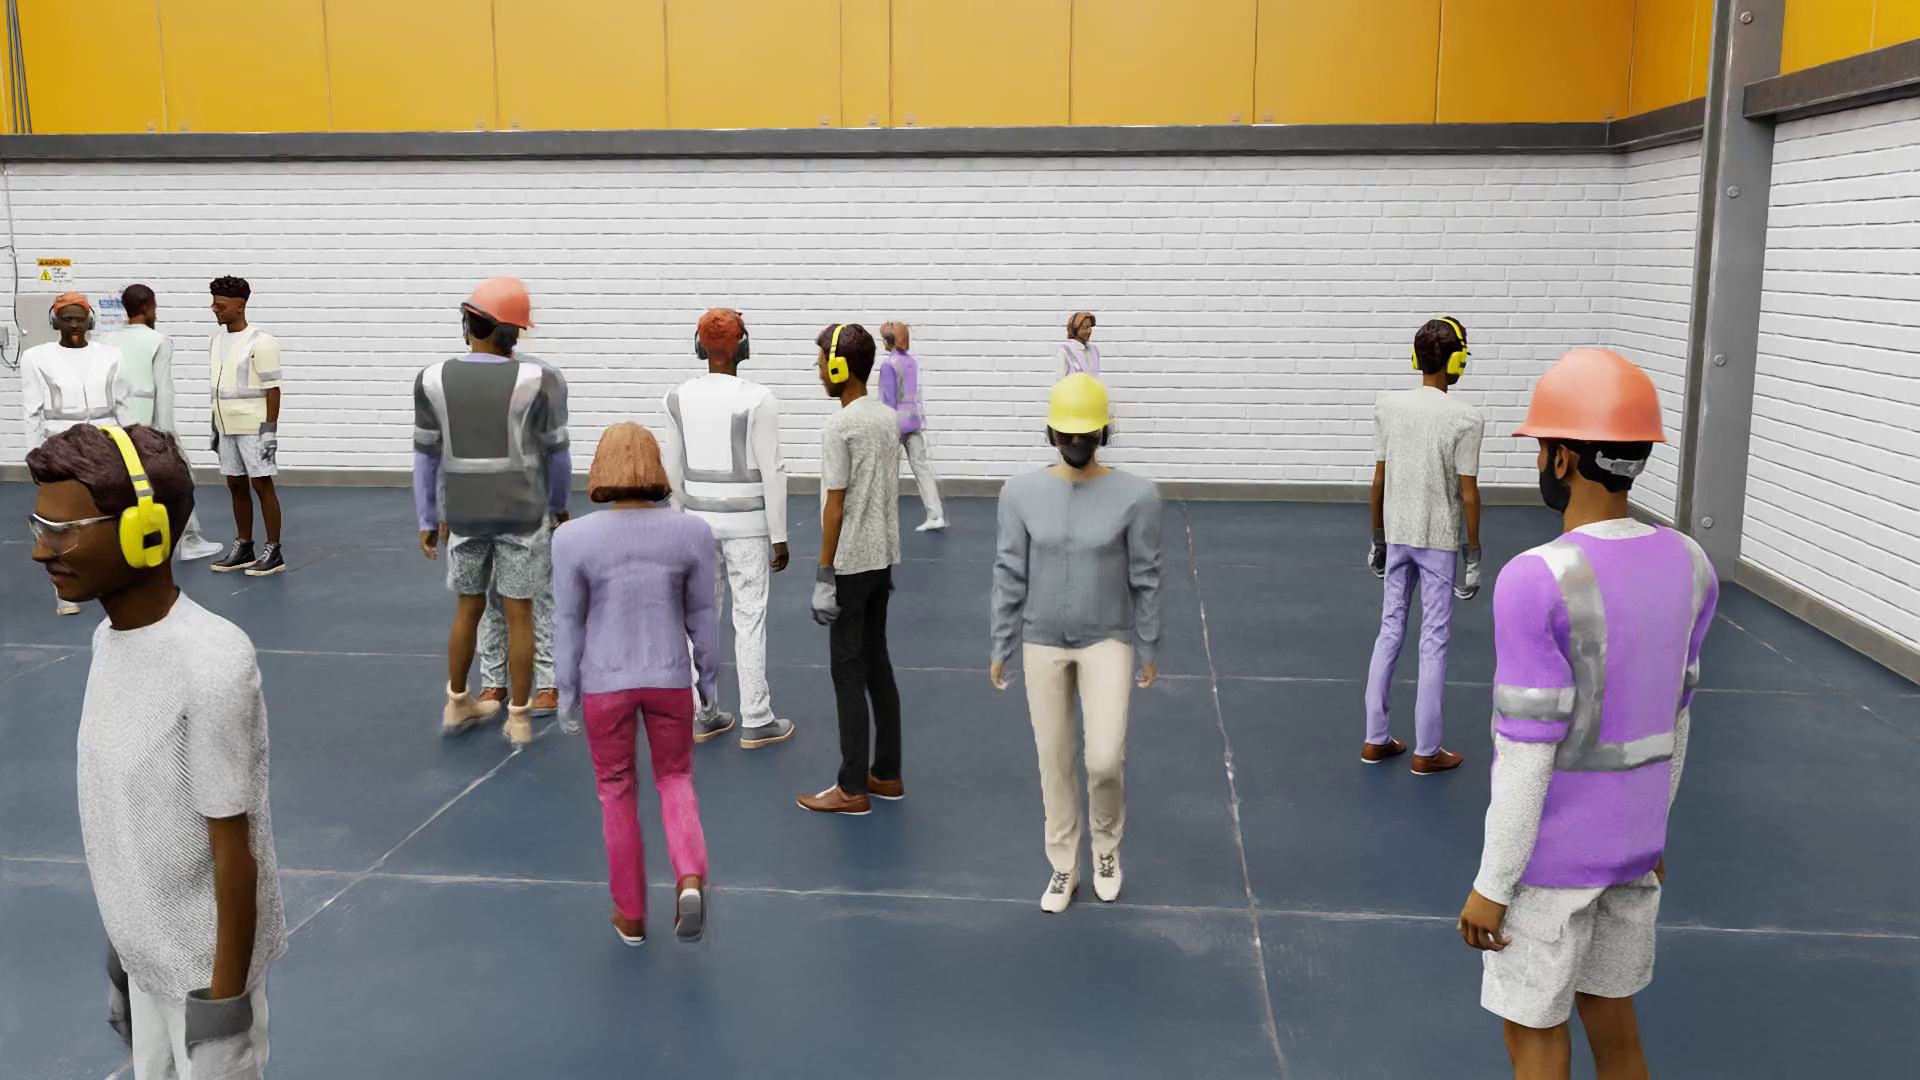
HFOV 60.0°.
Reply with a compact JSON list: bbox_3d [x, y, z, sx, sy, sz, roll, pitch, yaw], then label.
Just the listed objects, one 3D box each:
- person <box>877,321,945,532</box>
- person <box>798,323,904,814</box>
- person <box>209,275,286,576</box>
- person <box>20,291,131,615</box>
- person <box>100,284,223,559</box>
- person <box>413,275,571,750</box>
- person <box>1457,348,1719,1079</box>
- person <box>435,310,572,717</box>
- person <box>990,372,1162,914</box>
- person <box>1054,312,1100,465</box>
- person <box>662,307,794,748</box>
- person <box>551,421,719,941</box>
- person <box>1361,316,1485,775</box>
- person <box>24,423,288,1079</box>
[{"bbox_3d":[-0.475,-0.855,12.584,0.881,1.589,0.535,5,11,27],"label":"person"},{"bbox_3d":[-0.403,0.113,6.307,0.342,1.858,0.515,5,11,26],"label":"person"},{"bbox_3d":[-4.707,-0.750,10.915,0.613,1.965,0.361,5,11,28],"label":"person"},{"bbox_3d":[-5.166,-0.511,9.785,0.584,1.882,0.337,-10,14,-43],"label":"person"},{"bbox_3d":[-5.433,-0.775,11.277,0.612,1.889,0.824,3,10,19],"label":"person"},{"bbox_3d":[-1.969,-0.116,7.132,0.646,2.022,0.581,0,10,3],"label":"person"},{"bbox_3d":[1.205,0.593,3.308,0.551,1.936,0.356,-6,12,-32],"label":"person"},{"bbox_3d":[-2.090,-0.149,7.601,0.641,1.927,0.386,0,10,-2],"label":"person"},{"bbox_3d":[0.360,0.340,5.290,0.538,1.751,0.363,3,10,15],"label":"person"},{"bbox_3d":[0.942,-1.004,13.311,0.310,1.638,0.523,9,13,42],"label":"person"},{"bbox_3d":[-0.985,-0.046,7.125,0.575,1.885,0.355,5,11,25],"label":"person"},{"bbox_3d":[-0.960,0.459,5.011,0.499,1.618,0.449,-4,11,-21],"label":"person"},{"bbox_3d":[1.888,0.029,6.776,0.326,1.865,0.517,-9,13,-42],"label":"person"},{"bbox_3d":[-1.288,0.733,2.740,0.505,1.864,0.331,9,13,42],"label":"person"}]
